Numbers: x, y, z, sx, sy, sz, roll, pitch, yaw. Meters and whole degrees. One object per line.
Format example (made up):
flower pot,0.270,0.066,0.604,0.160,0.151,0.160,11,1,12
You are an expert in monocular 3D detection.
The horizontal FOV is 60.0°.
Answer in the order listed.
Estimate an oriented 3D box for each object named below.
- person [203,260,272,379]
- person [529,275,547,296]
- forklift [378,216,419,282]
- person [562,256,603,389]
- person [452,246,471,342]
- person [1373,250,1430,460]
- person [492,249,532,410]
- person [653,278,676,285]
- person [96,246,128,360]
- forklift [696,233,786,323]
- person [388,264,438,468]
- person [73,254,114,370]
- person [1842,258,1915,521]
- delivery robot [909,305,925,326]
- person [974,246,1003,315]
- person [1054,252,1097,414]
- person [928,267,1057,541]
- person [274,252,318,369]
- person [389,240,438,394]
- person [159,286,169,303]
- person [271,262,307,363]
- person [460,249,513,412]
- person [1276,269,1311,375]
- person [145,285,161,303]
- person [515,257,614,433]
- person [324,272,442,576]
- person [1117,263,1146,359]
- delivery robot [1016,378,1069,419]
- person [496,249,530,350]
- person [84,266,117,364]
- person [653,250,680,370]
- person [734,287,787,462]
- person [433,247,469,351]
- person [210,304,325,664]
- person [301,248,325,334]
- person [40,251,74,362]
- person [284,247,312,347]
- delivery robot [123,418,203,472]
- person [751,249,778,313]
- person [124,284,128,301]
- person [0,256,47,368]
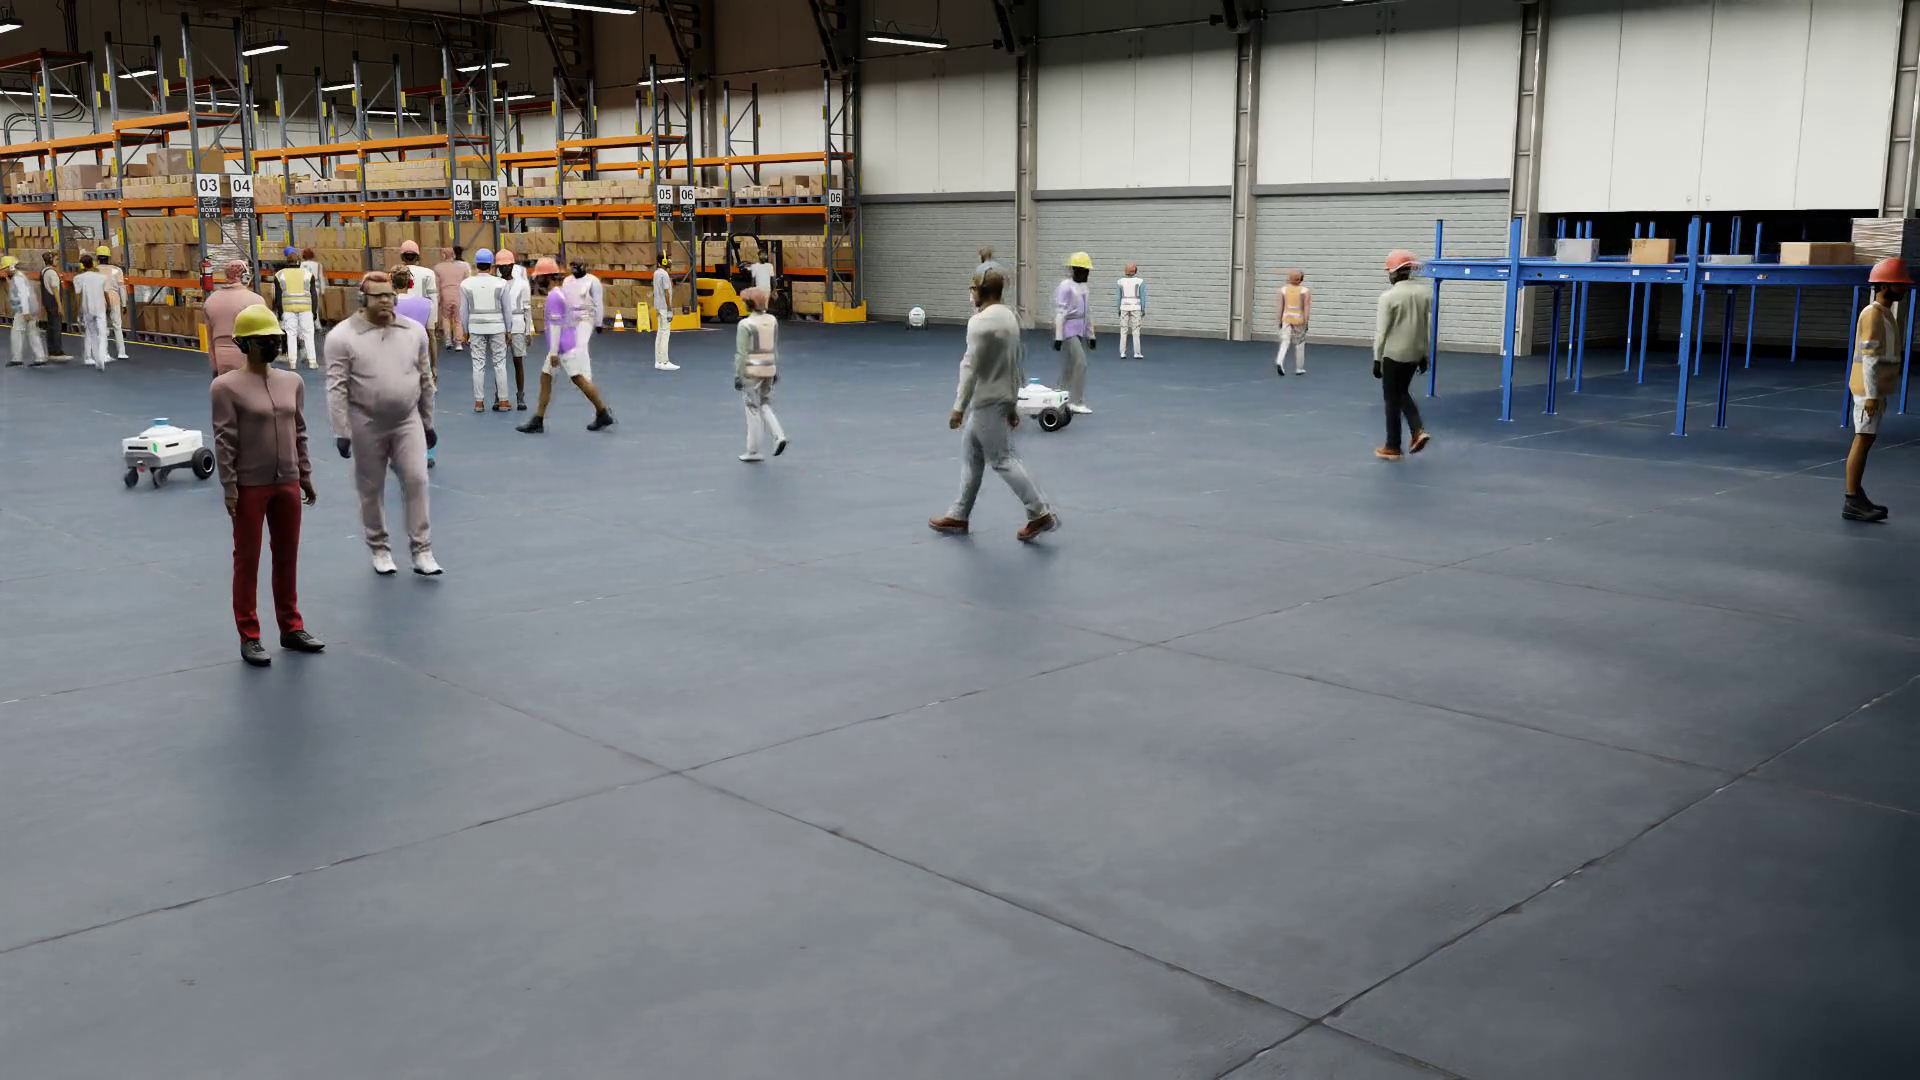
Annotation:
person,-6.541,-1.594,15.151,0.657,1.895,0.410,4,11,20
person,-11.756,-7.320,46.343,0.838,1.902,0.549,6,12,31
forklift,-17.868,-9.201,54.028,1.873,2.768,1.129,-10,14,-44
person,-5.302,-2.995,22.962,0.631,1.822,0.643,7,12,32
person,-9.975,-4.909,33.169,0.454,1.897,0.610,3,11,14
person,4.155,-1.744,15.708,0.634,1.975,0.453,-6,12,-31
person,-5.492,-2.554,20.233,0.544,1.939,0.372,-2,11,-10
person,-7.109,-6.047,40.072,0.538,1.646,0.868,-9,14,-42
person,-14.553,-4.045,28.397,0.587,1.927,0.365,-4,11,-19
forklift,-5.496,-6.489,41.108,2.313,2.155,1.214,-10,14,-44
person,-5.054,-1.580,15.173,0.569,1.845,0.384,-5,12,-26
person,-13.547,-3.555,26.023,0.522,1.832,0.814,-5,11,-23
person,6.867,-1.128,12.457,0.362,1.939,0.543,7,12,33
delivery robot,-0.971,-5.090,37.701,0.477,0.478,0.707,0,10,1
person,0.480,-4.077,28.595,0.645,1.919,0.453,-8,13,-39
person,1.422,-2.427,19.623,0.710,1.900,0.605,6,12,29
person,0.254,-0.949,11.613,0.988,1.903,0.641,4,11,20
person,-10.535,-3.640,26.439,0.624,1.838,0.430,-3,11,-18
person,-7.275,-2.964,22.178,0.608,2.047,0.366,-3,11,-17
person,-21.752,-7.220,45.617,0.624,1.947,0.979,8,13,38
person,-11.087,-3.746,27.479,0.760,1.670,0.532,2,11,11
person,-5.704,-2.530,20.074,0.605,1.948,0.391,-2,11,-9
person,5.045,-3.308,25.231,0.521,1.609,0.775,6,12,31
person,-22.348,-7.220,46.041,0.650,1.806,0.486,1,10,7
person,-4.261,-2.097,17.945,1.033,1.883,0.550,-3,11,-16
person,-3.503,-0.693,10.229,0.680,1.877,0.812,-7,13,-34
person,2.944,-3.946,28.638,0.513,1.641,0.307,4,11,22
delivery robot,0.824,-1.538,18.327,0.707,0.478,0.477,3,11,16
person,-8.281,-4.476,30.931,0.619,1.862,0.648,-6,12,-32
person,-14.230,-3.715,27.467,0.610,1.612,0.547,-5,11,-24
person,-4.691,-3.647,26.386,0.309,1.868,0.534,-6,12,-30
person,-1.885,-1.536,15.502,0.373,1.625,0.542,7,13,34
person,-9.338,-4.434,30.641,0.655,1.879,0.717,-3,11,-14
person,-3.466,-0.286,8.329,0.309,1.772,0.525,6,12,30
person,-14.009,-5.359,35.832,0.970,1.835,0.591,9,14,39
person,-15.295,-3.948,28.087,0.513,1.845,0.336,9,14,40
person,-12.596,-4.604,31.566,0.628,1.882,1.037,-6,12,-28
delivery robot,-6.872,-0.808,14.347,0.477,0.478,0.707,2,10,9
person,-4.237,-5.360,35.876,0.532,1.820,0.952,-5,12,-26
person,-19.767,-6.038,39.074,0.612,1.996,0.388,-1,10,-3
person,-14.989,-3.614,26.468,0.744,1.773,0.643,-3,11,-18
